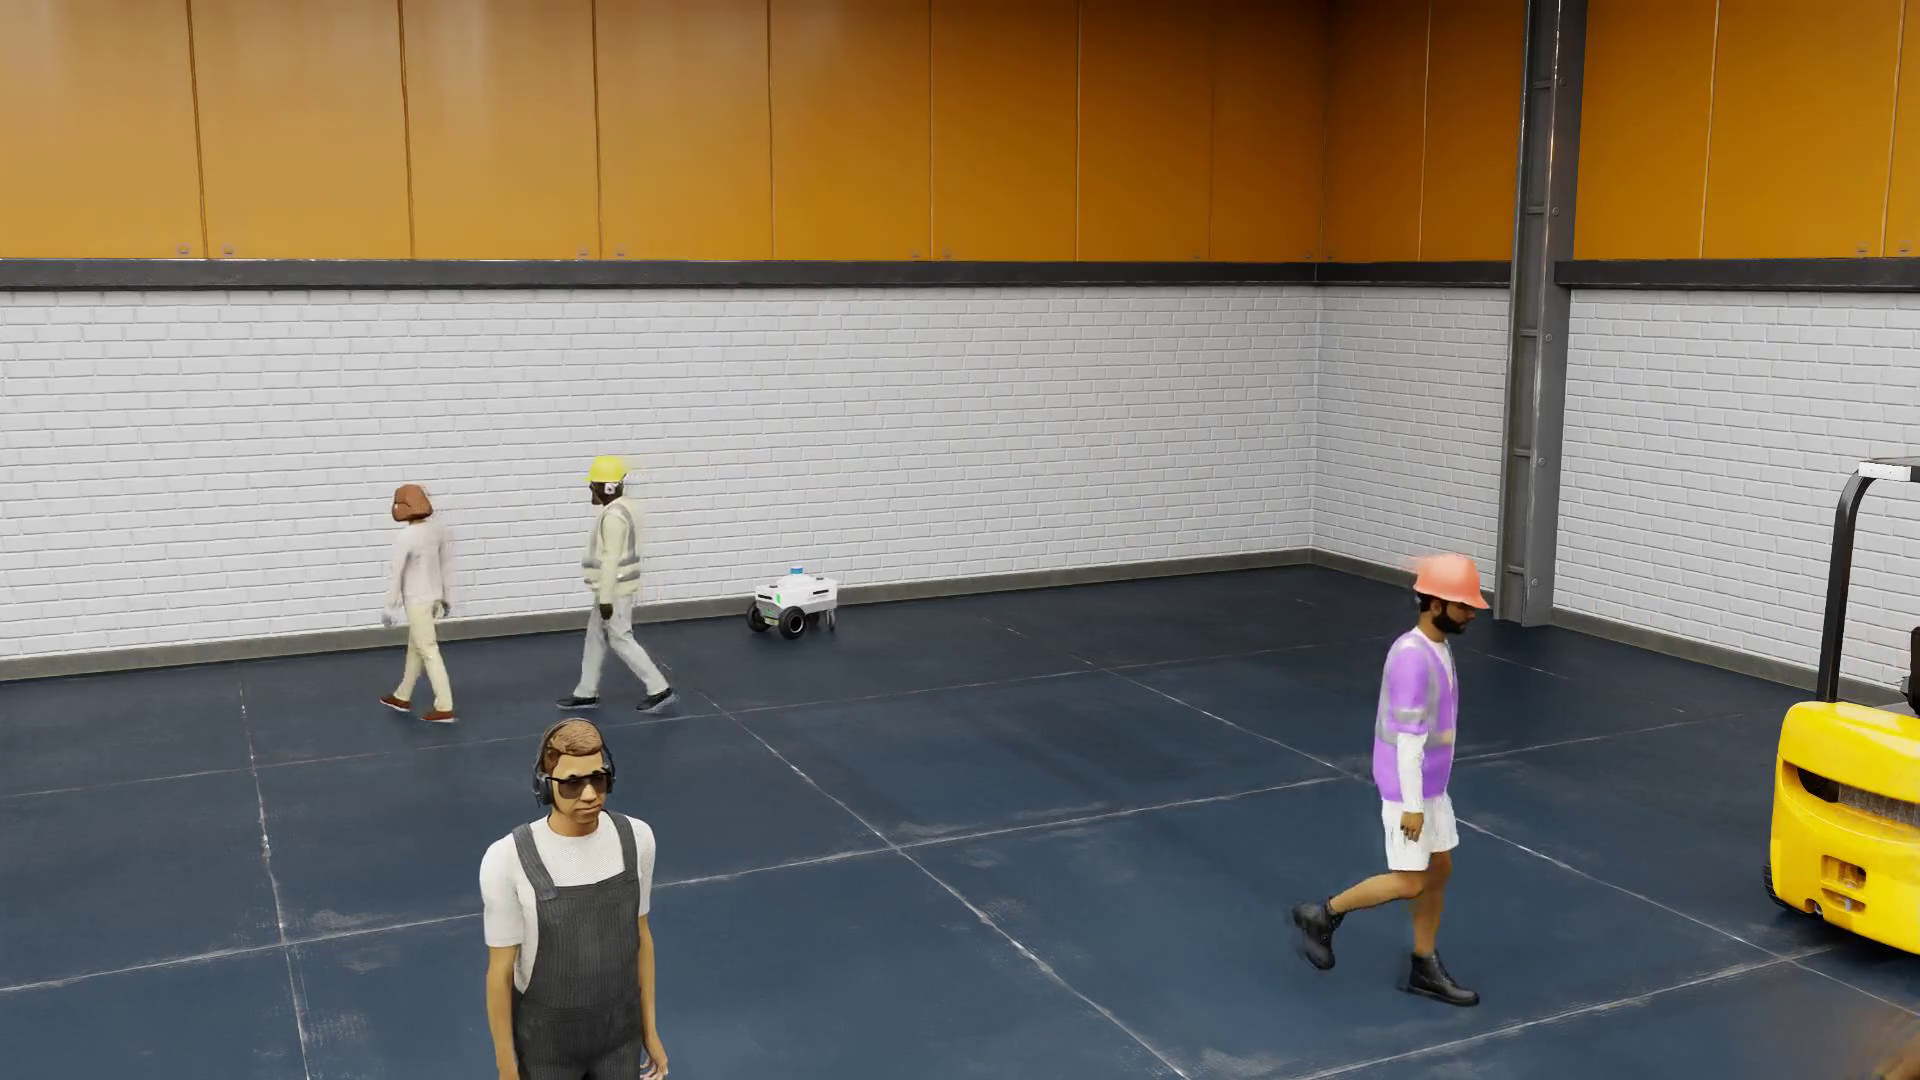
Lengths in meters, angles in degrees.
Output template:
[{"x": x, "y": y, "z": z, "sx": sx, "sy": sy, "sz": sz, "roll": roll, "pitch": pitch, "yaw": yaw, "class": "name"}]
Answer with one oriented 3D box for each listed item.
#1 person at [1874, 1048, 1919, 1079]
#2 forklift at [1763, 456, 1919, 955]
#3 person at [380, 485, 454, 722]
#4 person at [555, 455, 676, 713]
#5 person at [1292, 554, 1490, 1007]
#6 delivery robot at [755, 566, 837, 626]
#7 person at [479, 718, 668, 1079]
[{"x": 3.379, "y": 1.245, "z": 5.305, "sx": 0.955, "sy": 1.906, "sz": 0.549, "roll": 6, "pitch": 11, "yaw": 33, "class": "person"}, {"x": 4.857, "y": 0.731, "z": 7.561, "sx": 2.313, "sy": 2.155, "sz": 1.214, "roll": -4, "pitch": 10, "yaw": -25, "class": "forklift"}, {"x": -3.749, "y": 0.426, "z": 11.241, "sx": 0.752, "sy": 1.600, "sz": 0.523, "roll": 3, "pitch": 10, "yaw": 16, "class": "person"}, {"x": -2.375, "y": 0.305, "z": 11.432, "sx": 0.830, "sy": 1.802, "sz": 0.608, "roll": -1, "pitch": 9, "yaw": -7, "class": "person"}, {"x": 1.814, "y": 0.980, "z": 6.895, "sx": 0.671, "sy": 1.910, "sz": 0.541, "roll": 6, "pitch": 11, "yaw": 32, "class": "person"}, {"x": -1.374, "y": 0.462, "z": 14.011, "sx": 0.477, "sy": 0.478, "sz": 0.707, "roll": 9, "pitch": 13, "yaw": 42, "class": "delivery robot"}, {"x": -1.039, "y": 1.387, "z": 4.571, "sx": 0.508, "sy": 1.846, "sz": 0.345, "roll": -8, "pitch": 12, "yaw": -40, "class": "person"}]
